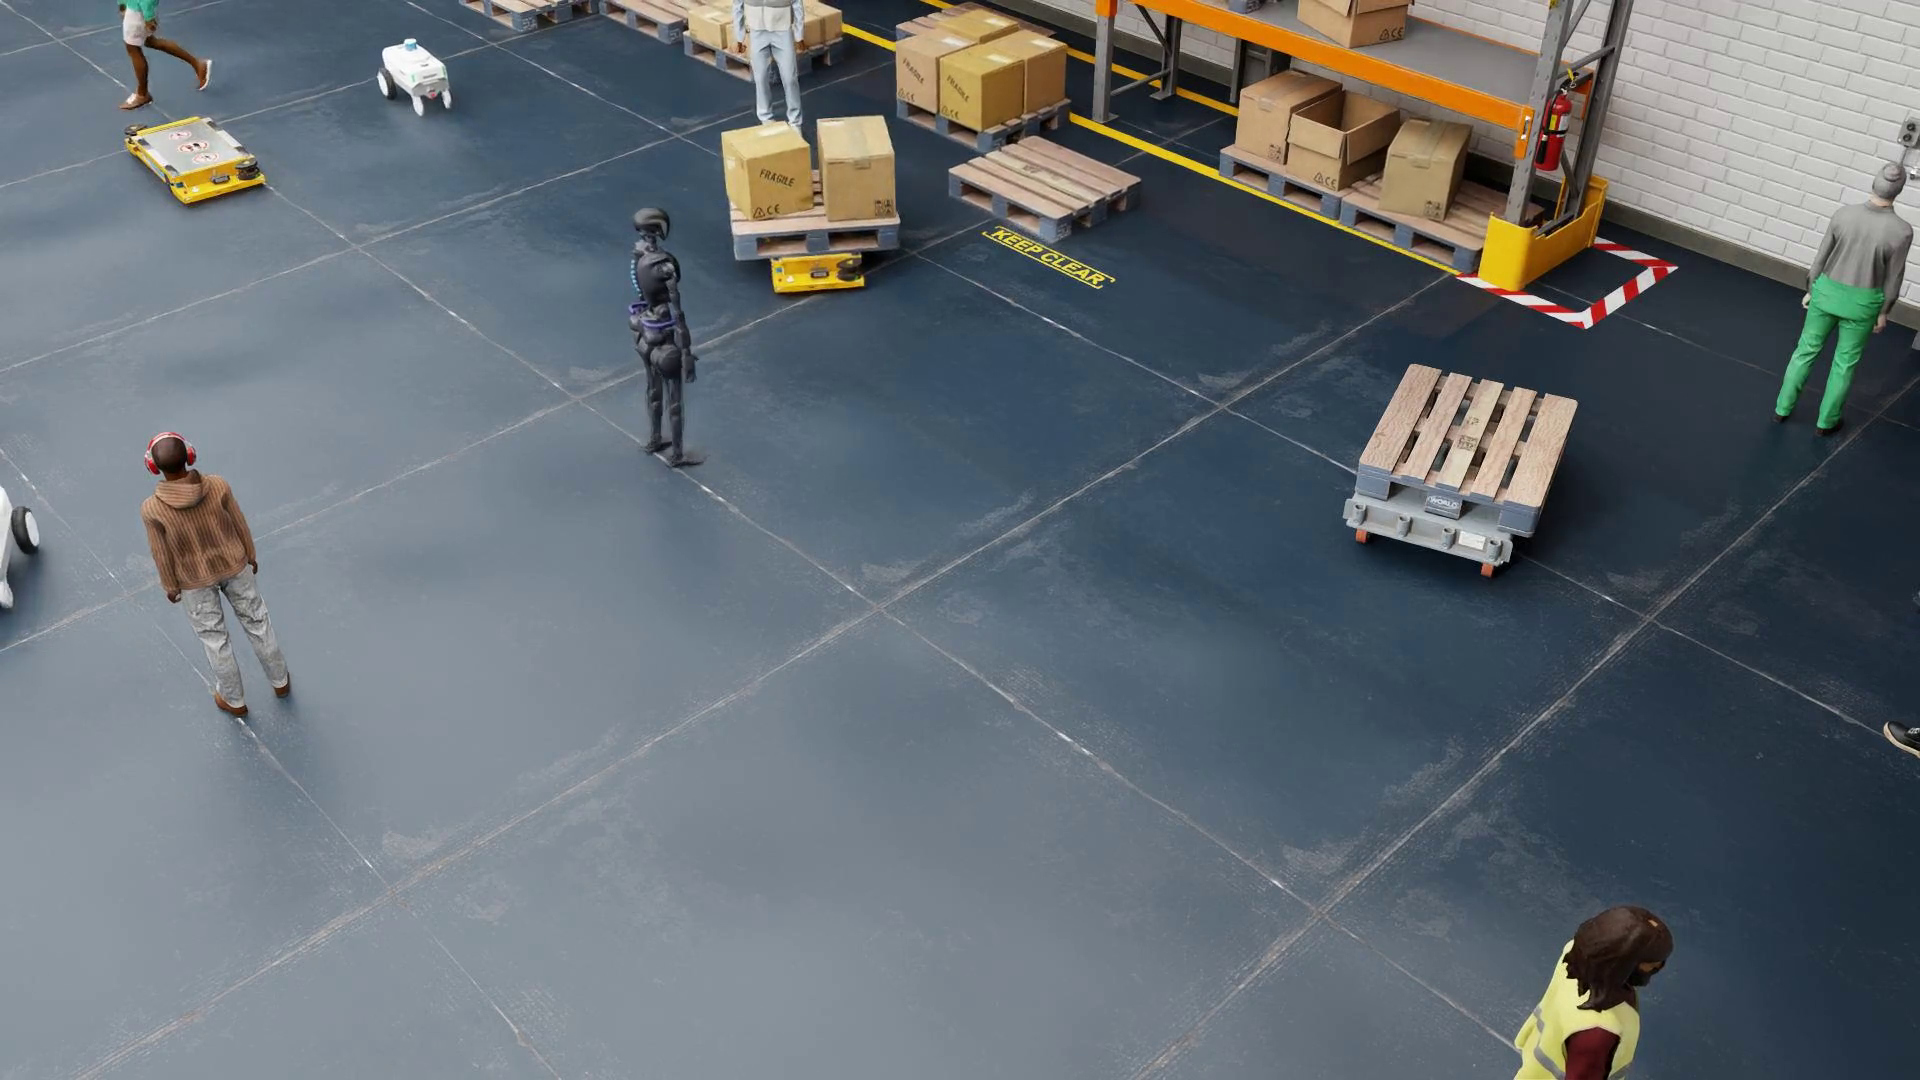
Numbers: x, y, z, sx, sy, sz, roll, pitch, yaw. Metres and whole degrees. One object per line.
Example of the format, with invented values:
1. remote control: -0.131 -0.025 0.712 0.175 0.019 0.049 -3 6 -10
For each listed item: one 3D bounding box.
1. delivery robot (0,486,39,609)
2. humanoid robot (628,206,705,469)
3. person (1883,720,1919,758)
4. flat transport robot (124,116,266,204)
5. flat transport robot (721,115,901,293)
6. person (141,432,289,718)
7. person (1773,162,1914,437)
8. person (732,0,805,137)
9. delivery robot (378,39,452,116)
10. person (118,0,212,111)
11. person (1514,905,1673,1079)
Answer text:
1. delivery robot: -5.499 0.016 9.270 0.499 0.590 0.793 -11 39 -15
2. humanoid robot: -1.792 -1.231 9.983 0.315 1.657 0.599 -22 42 -27
3. person: 4.908 0.234 7.817 0.613 1.963 0.361 -17 40 -21
4. flat transport robot: -6.335 -3.169 13.728 0.659 0.231 1.431 -26 44 -30
5. flat transport robot: -1.112 -2.292 12.568 0.659 0.231 1.431 -5 37 -7
6. person: -3.657 0.179 8.147 0.455 1.651 0.336 -27 45 -31
7. person: 5.453 -1.482 10.201 0.522 1.830 0.335 27 45 31
8. person: -1.573 -4.205 13.747 0.596 1.906 0.408 3 37 4
9. delivery robot: -4.840 -4.152 14.794 0.499 0.595 0.797 -24 43 -29
10. person: -7.095 -4.659 14.423 0.800 1.805 0.554 -22 42 -27
11. person: 2.105 1.893 5.778 0.377 1.775 0.466 9 38 12
